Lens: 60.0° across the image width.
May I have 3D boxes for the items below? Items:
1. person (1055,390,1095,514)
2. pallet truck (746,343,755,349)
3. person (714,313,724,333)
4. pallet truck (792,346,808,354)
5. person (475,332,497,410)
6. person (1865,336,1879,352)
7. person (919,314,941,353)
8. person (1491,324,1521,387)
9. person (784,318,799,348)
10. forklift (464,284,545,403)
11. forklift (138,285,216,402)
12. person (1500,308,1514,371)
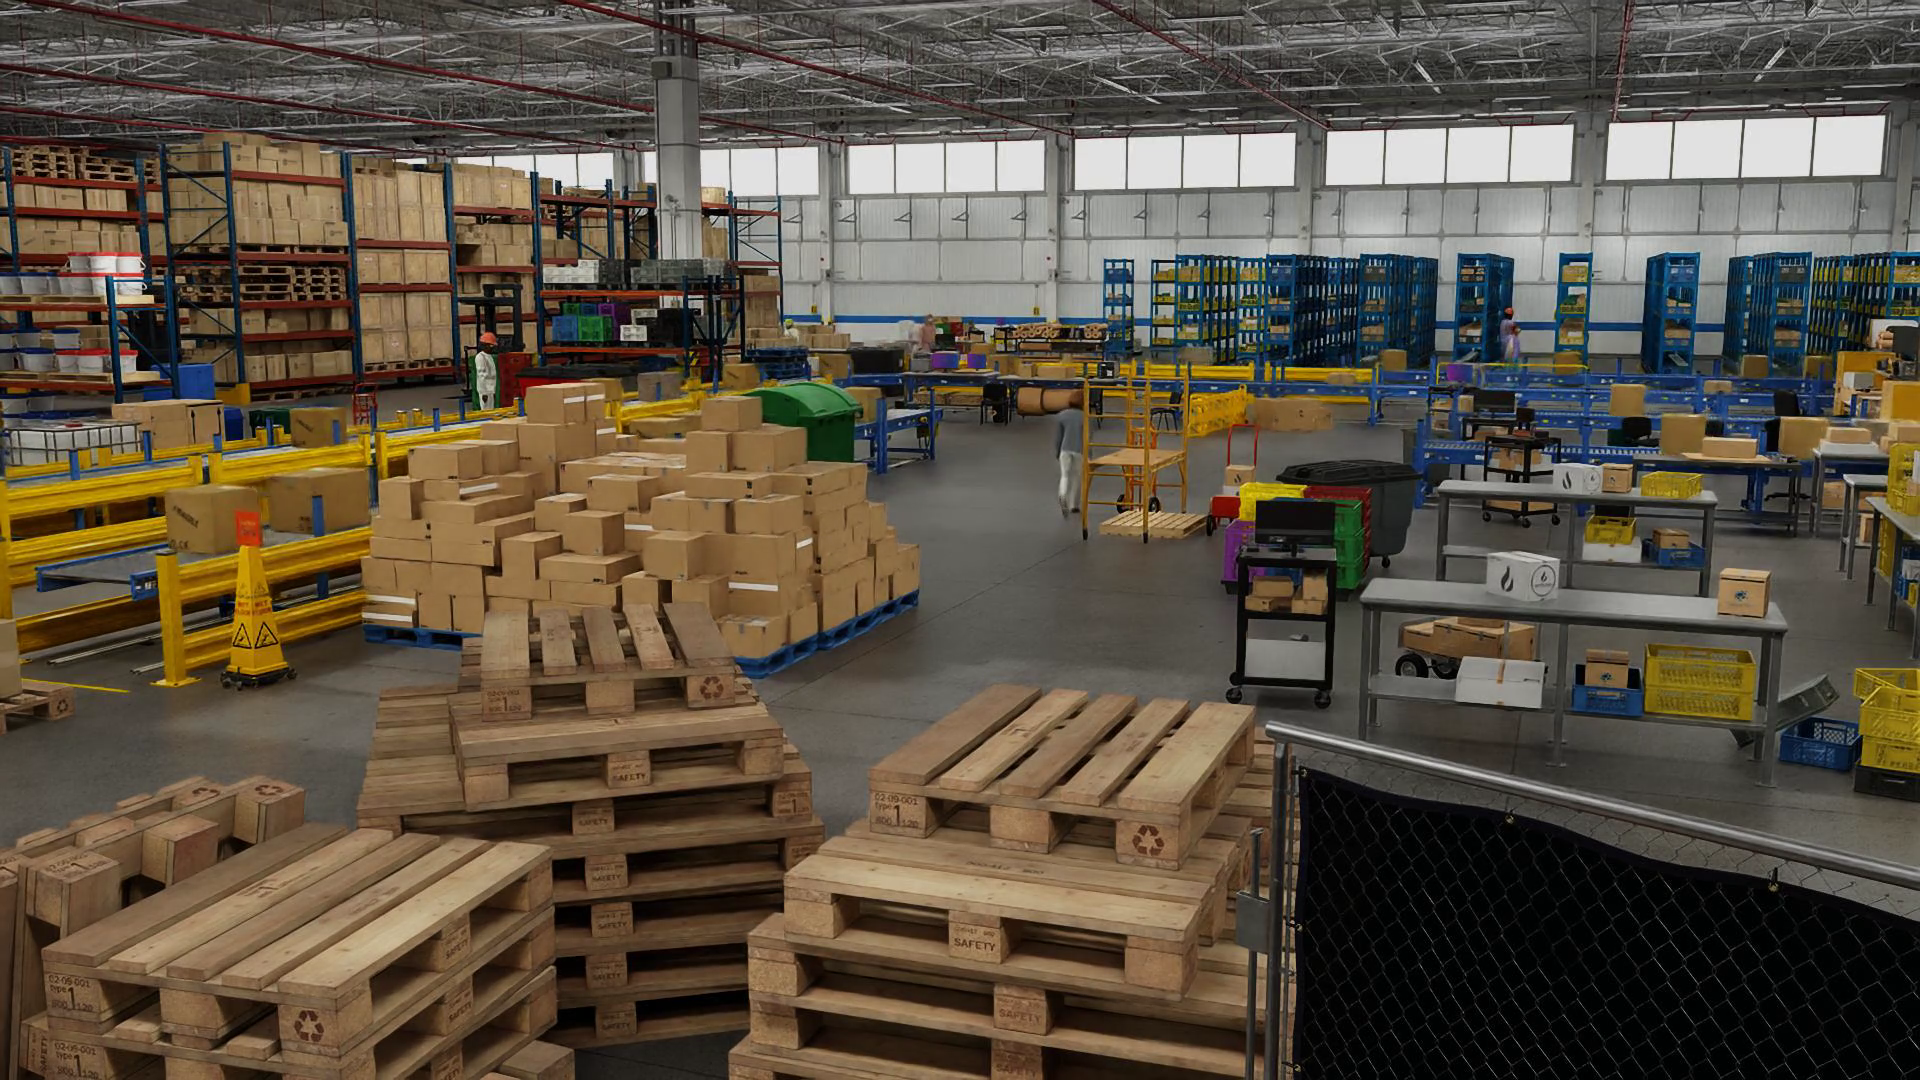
[{"bbox_3d":[1.421,-1.093,20.988,0.515,1.602,0.581,3,10,20],"label":"person"},{"bbox_3d":[-6.183,-4.618,44.264,1.601,1.201,0.680,-9,12,-43],"label":"pallet truck"},{"bbox_3d":[-8.471,-7.110,58.258,0.543,1.750,0.367,4,10,21],"label":"person"},{"bbox_3d":[-3.705,-4.298,42.022,0.653,1.274,1.630,3,10,20],"label":"pallet truck"},{"bbox_3d":[-8.274,-2.621,29.183,0.380,2.039,0.607,0,9,-3],"label":"person"},{"bbox_3d":[20.011,-3.624,36.490,0.519,1.716,0.920,-8,12,-42],"label":"person"},{"bbox_3d":[-0.818,-5.744,49.304,0.881,1.872,0.662,8,12,40],"label":"person"},{"bbox_3d":[13.931,-4.565,42.085,0.793,1.821,0.575,6,11,33],"label":"person"},{"bbox_3d":[-4.865,-5.529,48.212,0.815,1.803,0.591,5,10,30],"label":"person"},{"bbox_3d":[-10.832,-4.702,39.610,1.129,2.768,1.873,3,10,20],"label":"forklift"},{"bbox_3d":[-17.480,-4.200,36.461,1.873,2.768,1.129,3,10,19],"label":"forklift"},{"bbox_3d":[16.593,-6.001,50.388,0.373,2.042,0.614,-2,9,-10],"label":"person"}]
